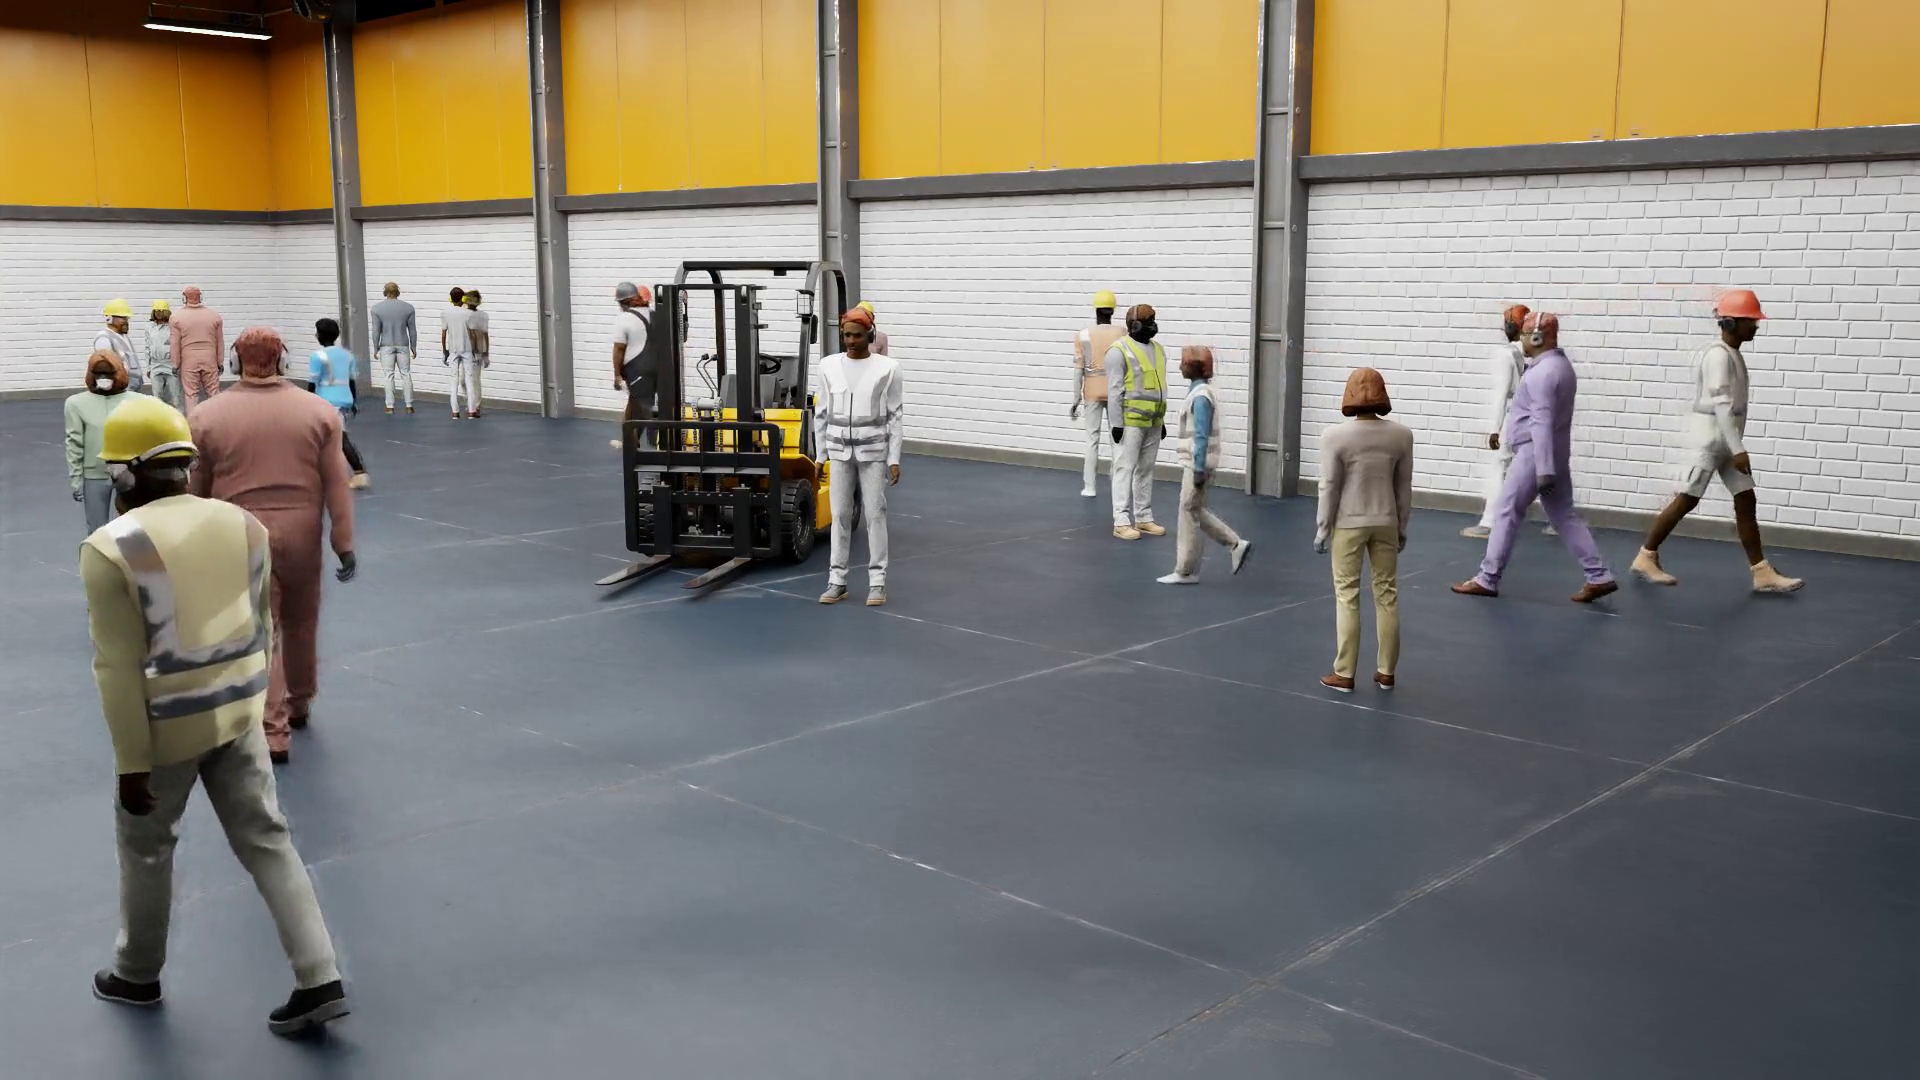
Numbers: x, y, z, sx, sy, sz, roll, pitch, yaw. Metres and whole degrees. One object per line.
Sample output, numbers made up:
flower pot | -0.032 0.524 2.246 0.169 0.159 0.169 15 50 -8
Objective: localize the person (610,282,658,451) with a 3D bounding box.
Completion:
person | -3.551 -1.915 18.555 1.048 2.000 0.718 6 11 31

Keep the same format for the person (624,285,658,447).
person | -3.789 -2.073 19.848 0.553 1.936 0.363 -9 13 -44

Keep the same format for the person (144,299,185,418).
person | -10.077 -2.178 21.074 0.486 1.746 0.289 0 9 -2

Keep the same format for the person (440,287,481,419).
person | -7.081 -2.644 23.570 0.519 1.865 0.328 -1 9 -4

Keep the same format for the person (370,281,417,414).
person | -8.279 -2.812 24.367 0.635 1.936 0.352 -5 10 -26

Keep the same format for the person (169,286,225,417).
person | -9.566 -2.226 20.869 0.639 1.909 0.409 -7 12 -38

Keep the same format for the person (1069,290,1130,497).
person | 1.340 -1.346 15.450 0.658 1.919 0.489 0 9 -2

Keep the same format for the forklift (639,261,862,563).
forklift | -1.552 -1.040 12.721 1.214 2.155 2.313 2 9 11

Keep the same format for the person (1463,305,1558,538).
person | 4.440 -0.920 13.103 0.771 1.843 0.542 -5 10 -26

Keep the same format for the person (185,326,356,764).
person | -3.070 -0.006 7.370 0.657 1.862 0.926 -6 11 -31

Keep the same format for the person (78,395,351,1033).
person | -2.086 0.492 4.600 0.930 1.786 0.606 5 10 28

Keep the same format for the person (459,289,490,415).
person | -6.981 -2.676 23.850 0.553 1.833 0.495 1 9 6

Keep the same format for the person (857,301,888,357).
person | -1.035 -1.720 18.198 0.533 1.768 0.310 -5 11 -28

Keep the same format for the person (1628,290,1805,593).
person | 4.992 -0.642 10.946 1.076 1.995 0.627 8 12 40

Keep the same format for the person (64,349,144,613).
person | -5.249 -0.370 10.327 0.501 1.632 0.293 -5 11 -28

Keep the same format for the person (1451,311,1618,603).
person | 3.721 -0.522 10.578 0.987 1.865 0.645 6 11 35

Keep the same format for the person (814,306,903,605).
person | -0.646 -0.525 10.501 0.573 1.887 0.354 2 9 12

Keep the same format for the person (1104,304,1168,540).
person | 1.420 -0.934 13.139 0.633 1.846 0.429 -9 13 -44

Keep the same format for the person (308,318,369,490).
person | -6.036 -1.304 16.001 0.866 1.651 0.545 3 10 19

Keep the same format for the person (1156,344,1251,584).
person | 1.636 -0.498 11.119 0.549 1.622 0.527 1 9 8

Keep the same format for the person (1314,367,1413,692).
person | 2.020 -0.048 8.355 0.501 1.631 0.287 -2 9 -11

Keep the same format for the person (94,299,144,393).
person | -8.251 -1.453 16.365 0.403 1.828 0.595 -1 9 -8
